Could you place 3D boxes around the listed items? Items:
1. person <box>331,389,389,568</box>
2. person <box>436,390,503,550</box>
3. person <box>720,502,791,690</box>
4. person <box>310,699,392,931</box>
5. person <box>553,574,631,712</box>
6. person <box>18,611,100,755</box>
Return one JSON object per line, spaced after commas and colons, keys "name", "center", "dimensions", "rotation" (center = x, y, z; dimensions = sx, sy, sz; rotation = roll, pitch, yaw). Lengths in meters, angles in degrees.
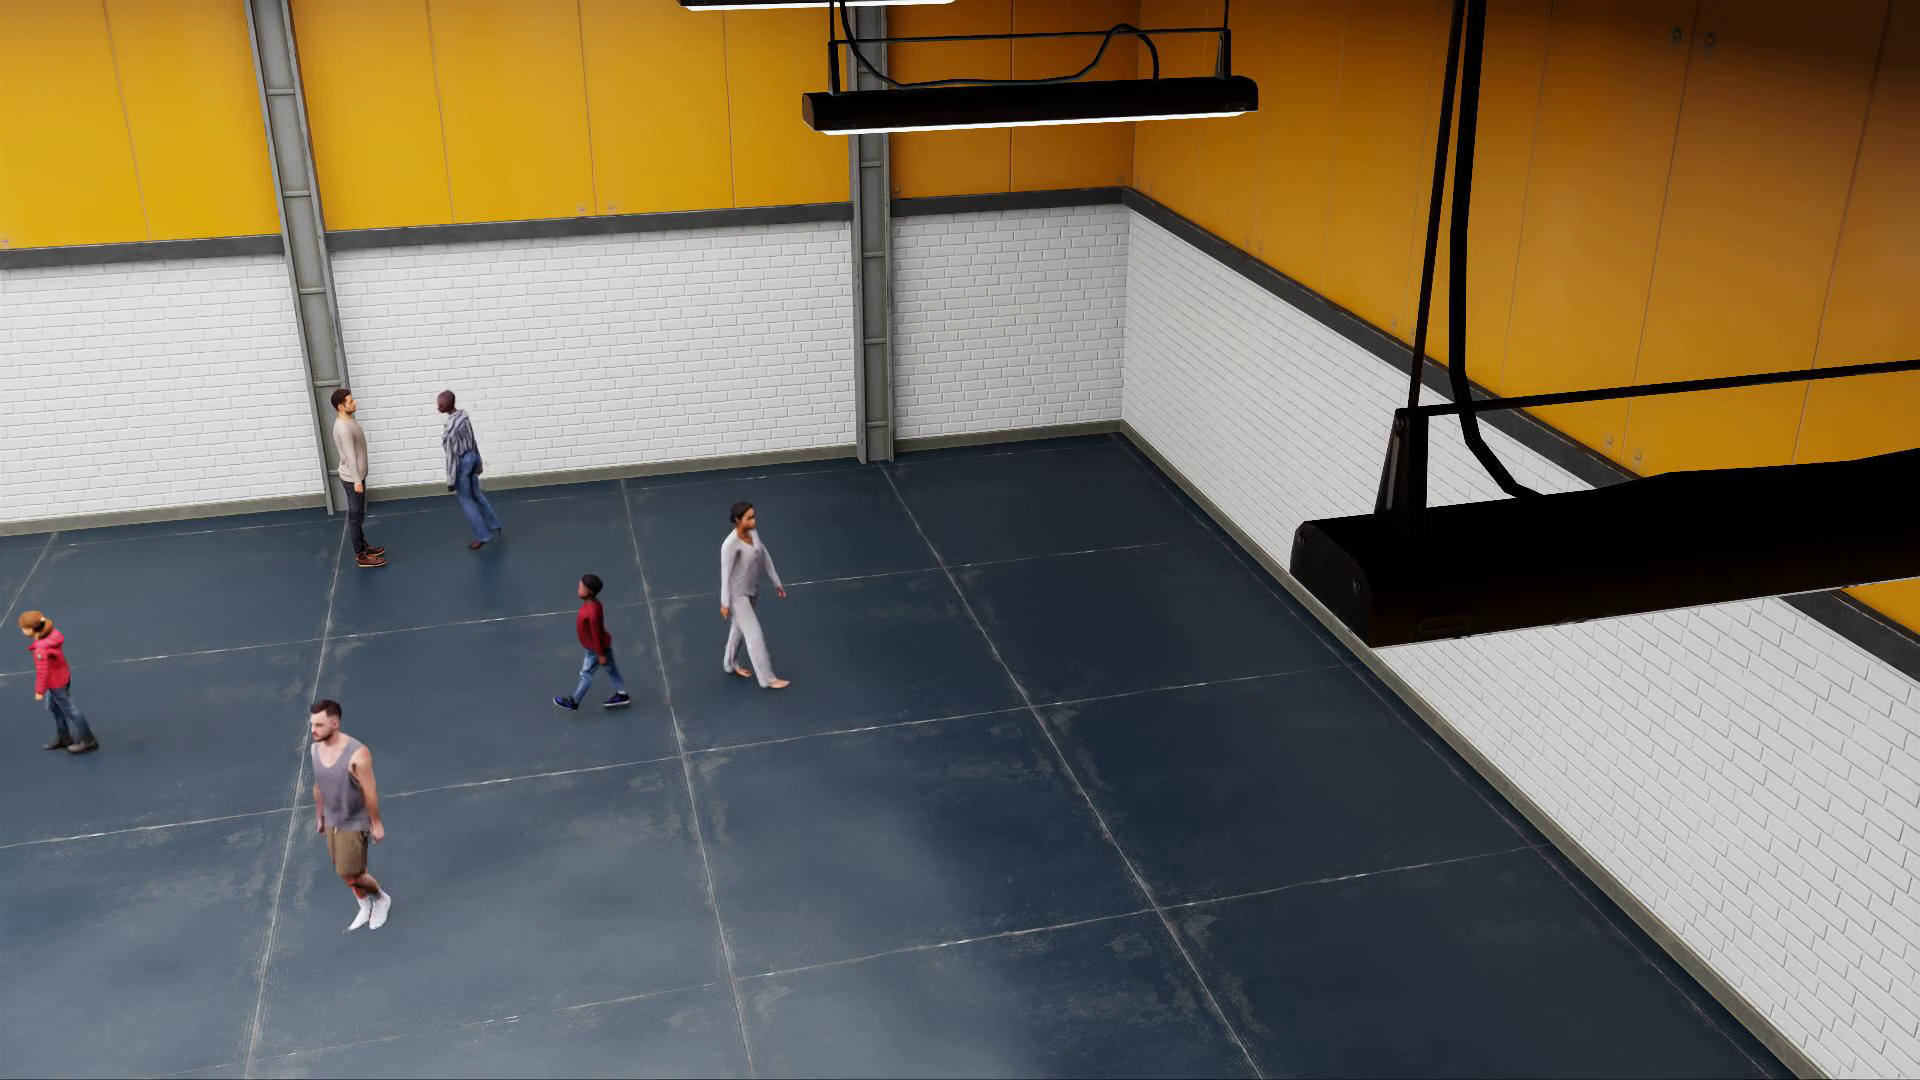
{"name": "person", "center": [-6.130, -0.643, 16.811], "dimensions": [0.584, 1.867, 0.677], "rotation": [-8, 25, -19]}
{"name": "person", "center": [-5.047, -0.719, 17.125], "dimensions": [0.774, 1.755, 0.885], "rotation": [7, 25, 15]}
{"name": "person", "center": [-1.971, 0.448, 14.520], "dimensions": [1.096, 1.703, 0.990], "rotation": [9, 25, 19]}
{"name": "person", "center": [-4.114, 1.860, 11.334], "dimensions": [0.794, 1.835, 0.871], "rotation": [10, 26, 23]}
{"name": "person", "center": [-3.014, 0.882, 14.119], "dimensions": [0.866, 1.228, 0.574], "rotation": [-4, 24, -9]}
{"name": "person", "center": [-7.211, 1.146, 13.429], "dimensions": [0.659, 1.297, 0.561], "rotation": [-7, 25, -15]}
